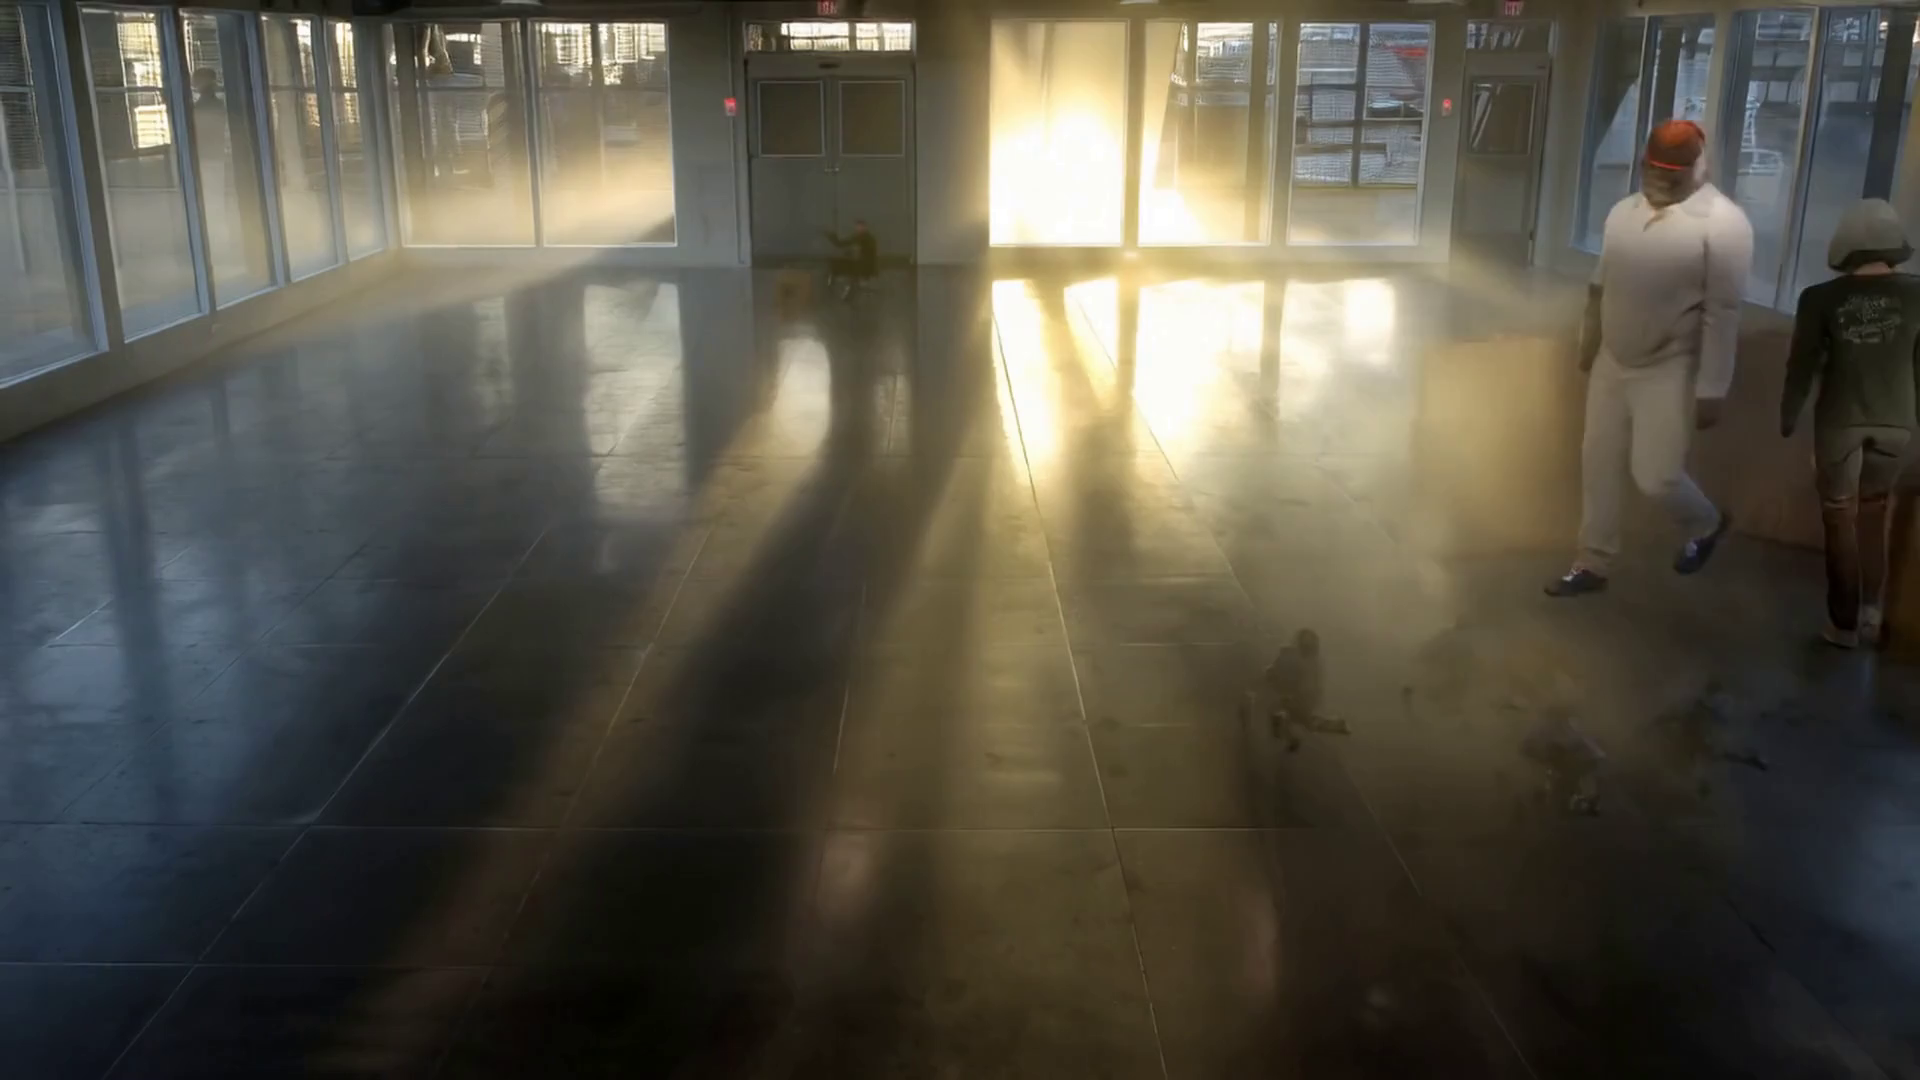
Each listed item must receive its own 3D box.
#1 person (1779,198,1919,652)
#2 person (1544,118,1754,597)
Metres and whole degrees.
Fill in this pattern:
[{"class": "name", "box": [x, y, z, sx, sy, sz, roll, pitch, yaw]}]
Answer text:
[{"class": "person", "box": [3.220, -0.408, 5.986, 0.523, 1.609, 0.471, 2, 17, 8]}, {"class": "person", "box": [2.720, -0.666, 6.412, 0.610, 1.877, 0.710, -8, 18, -26]}]
